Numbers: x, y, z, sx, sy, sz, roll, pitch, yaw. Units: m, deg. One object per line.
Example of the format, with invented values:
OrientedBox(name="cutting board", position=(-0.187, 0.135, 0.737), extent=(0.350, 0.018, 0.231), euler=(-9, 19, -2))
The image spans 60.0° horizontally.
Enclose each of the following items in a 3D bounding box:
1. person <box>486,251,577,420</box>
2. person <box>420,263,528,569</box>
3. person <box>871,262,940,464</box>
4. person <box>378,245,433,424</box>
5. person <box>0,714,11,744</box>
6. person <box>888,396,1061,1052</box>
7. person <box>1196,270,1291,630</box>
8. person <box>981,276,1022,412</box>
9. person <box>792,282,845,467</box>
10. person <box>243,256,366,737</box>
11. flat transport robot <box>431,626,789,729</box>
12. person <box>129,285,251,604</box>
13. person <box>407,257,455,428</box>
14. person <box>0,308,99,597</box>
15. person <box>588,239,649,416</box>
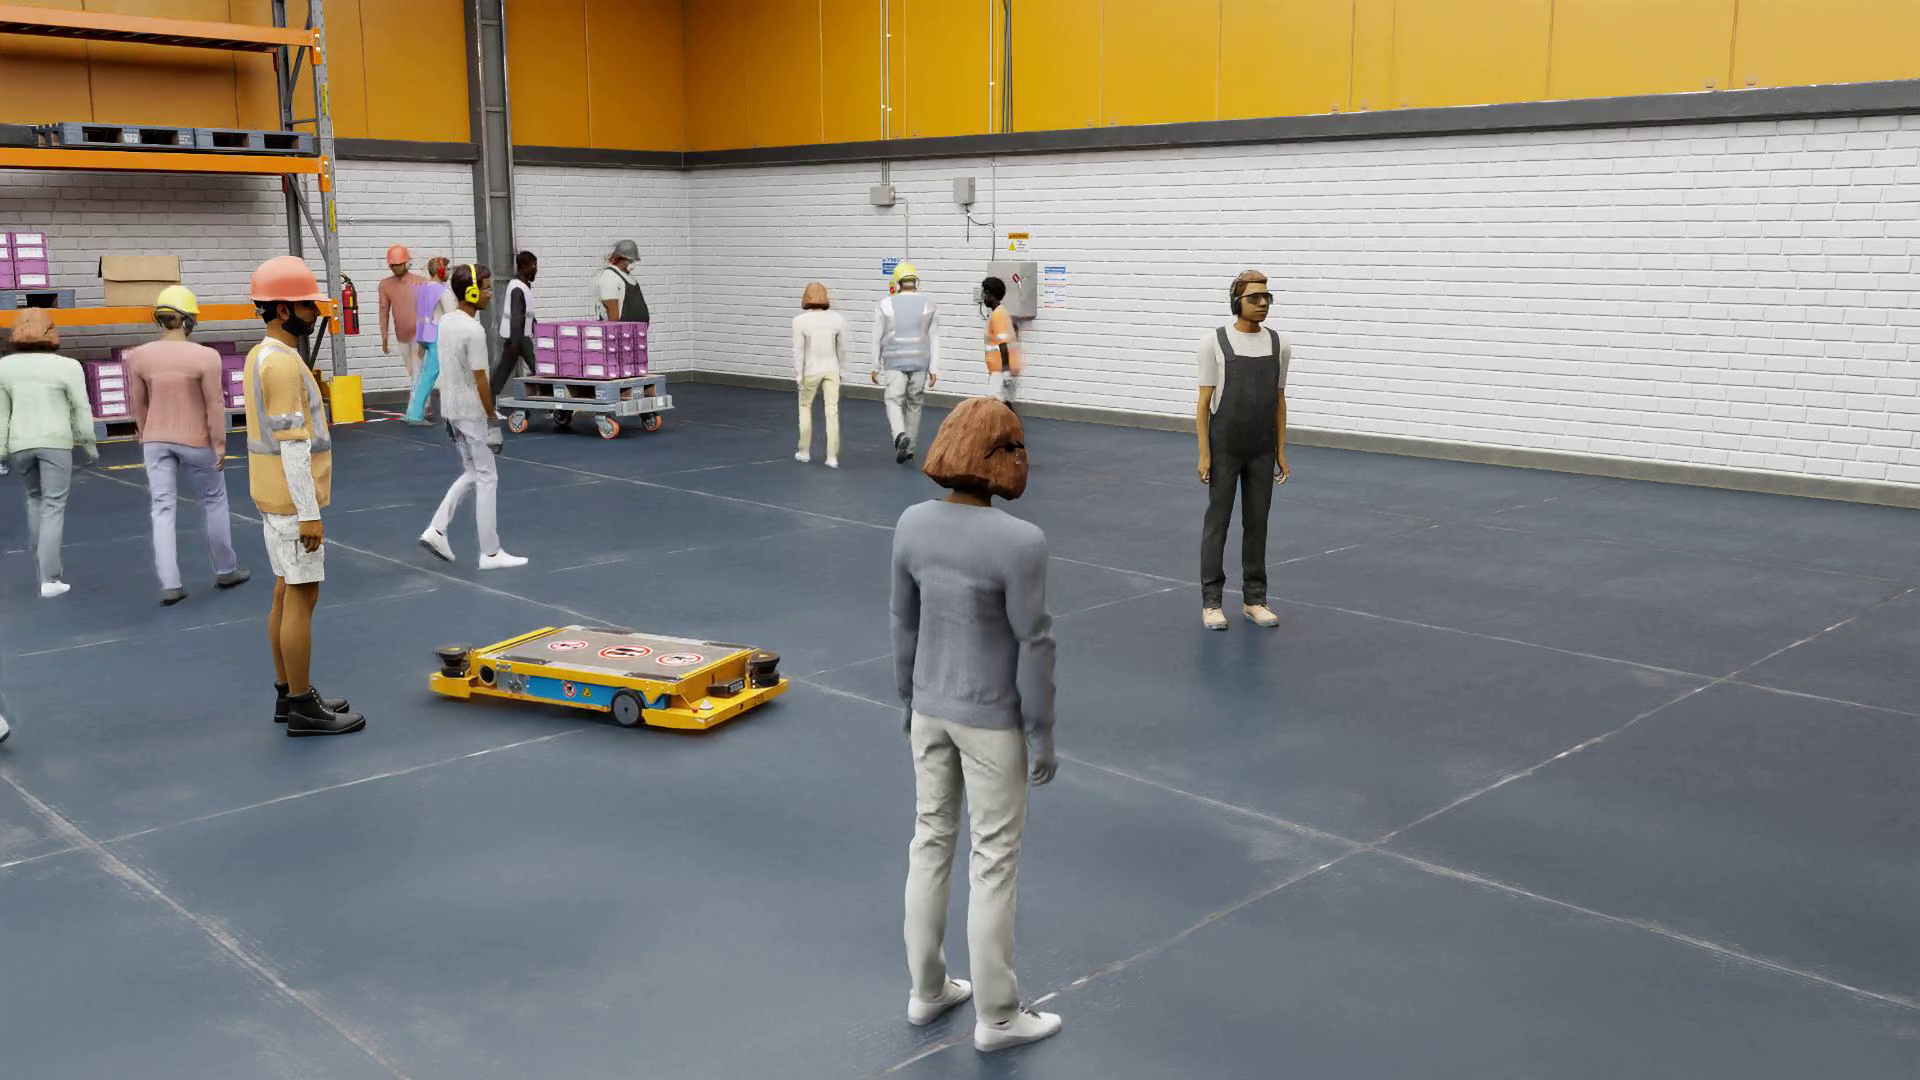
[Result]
OrientedBox(name="person", position=(-4.791, -2.221, 18.193), extent=(1.052, 1.847, 0.601), euler=(-4, 11, -21))
OrientedBox(name="person", position=(-2.957, -0.731, 10.027), extent=(0.537, 1.855, 0.588), euler=(-9, 14, -41))
OrientedBox(name="person", position=(-0.470, -1.541, 14.639), extent=(0.605, 1.797, 0.727), euler=(-2, 11, -9))
OrientedBox(name="person", position=(-6.007, -2.247, 18.170), extent=(0.648, 1.918, 0.991), euler=(1, 10, 7))
OrientedBox(name="person", position=(-4.024, 0.118, 6.138), extent=(0.505, 1.590, 0.893), euler=(5, 12, 27))
OrientedBox(name="person", position=(0.036, 0.456, 4.171), extent=(0.507, 1.630, 0.268), euler=(10, 14, 42))
OrientedBox(name="person", position=(1.463, -0.459, 8.579), extent=(0.508, 1.847, 0.345), euler=(-3, 11, -14))
OrientedBox(name="person", position=(0.373, -1.477, 14.612), extent=(0.432, 1.658, 0.567), euler=(1, 10, 7))
OrientedBox(name="person", position=(-1.264, -1.460, 14.703), extent=(0.515, 1.606, 0.754), euler=(-4, 11, -20))
OrientedBox(name="person", position=(-2.686, -0.171, 6.757), extent=(0.355, 1.938, 0.545), euler=(-6, 12, -30))
OrientedBox(name="flat transport robot", position=(-1.529, 0.573, 7.247), extent=(1.431, 0.197, 0.652), euler=(5, 11, 25))
OrientedBox(name="person", position=(-4.336, -0.545, 9.334), extent=(0.542, 1.736, 0.768), euler=(0, 10, -3))
OrientedBox(name="person", position=(-5.490, -2.099, 17.670), extent=(0.997, 1.787, 0.580), euler=(-9, 14, -42))
OrientedBox(name="person", position=(-5.199, -0.510, 9.498), extent=(0.503, 1.610, 0.714), euler=(-1, 10, -4))
OrientedBox(name="person", position=(-3.820, -2.365, 18.440), extent=(0.772, 2.000, 0.694), euler=(2, 11, 12))
